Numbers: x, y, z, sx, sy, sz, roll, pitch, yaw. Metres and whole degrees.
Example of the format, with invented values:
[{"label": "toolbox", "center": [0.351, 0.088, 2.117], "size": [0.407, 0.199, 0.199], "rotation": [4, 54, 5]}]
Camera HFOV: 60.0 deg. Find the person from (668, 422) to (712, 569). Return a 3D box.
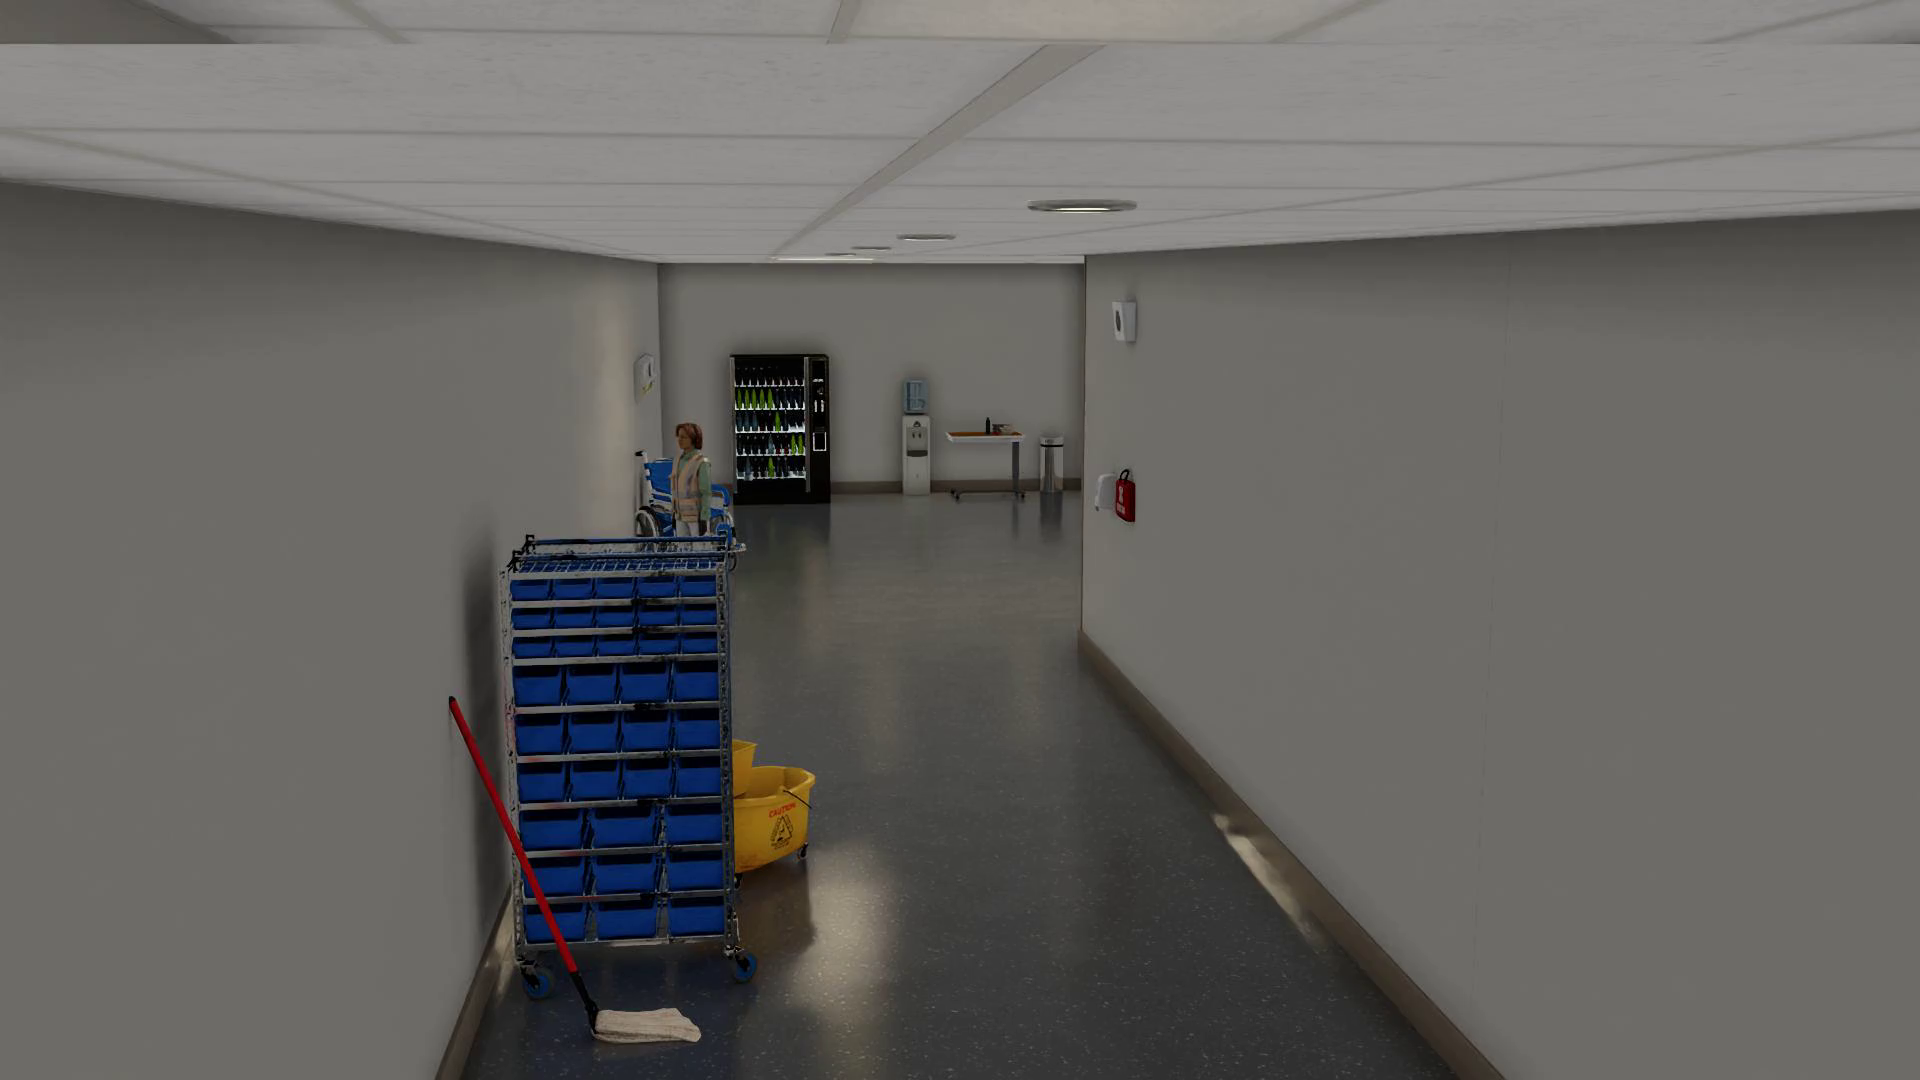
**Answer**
[{"label": "person", "center": [-2.273, -0.178, 14.063], "size": [0.307, 1.645, 0.518], "rotation": [-8, 12, -42]}]
